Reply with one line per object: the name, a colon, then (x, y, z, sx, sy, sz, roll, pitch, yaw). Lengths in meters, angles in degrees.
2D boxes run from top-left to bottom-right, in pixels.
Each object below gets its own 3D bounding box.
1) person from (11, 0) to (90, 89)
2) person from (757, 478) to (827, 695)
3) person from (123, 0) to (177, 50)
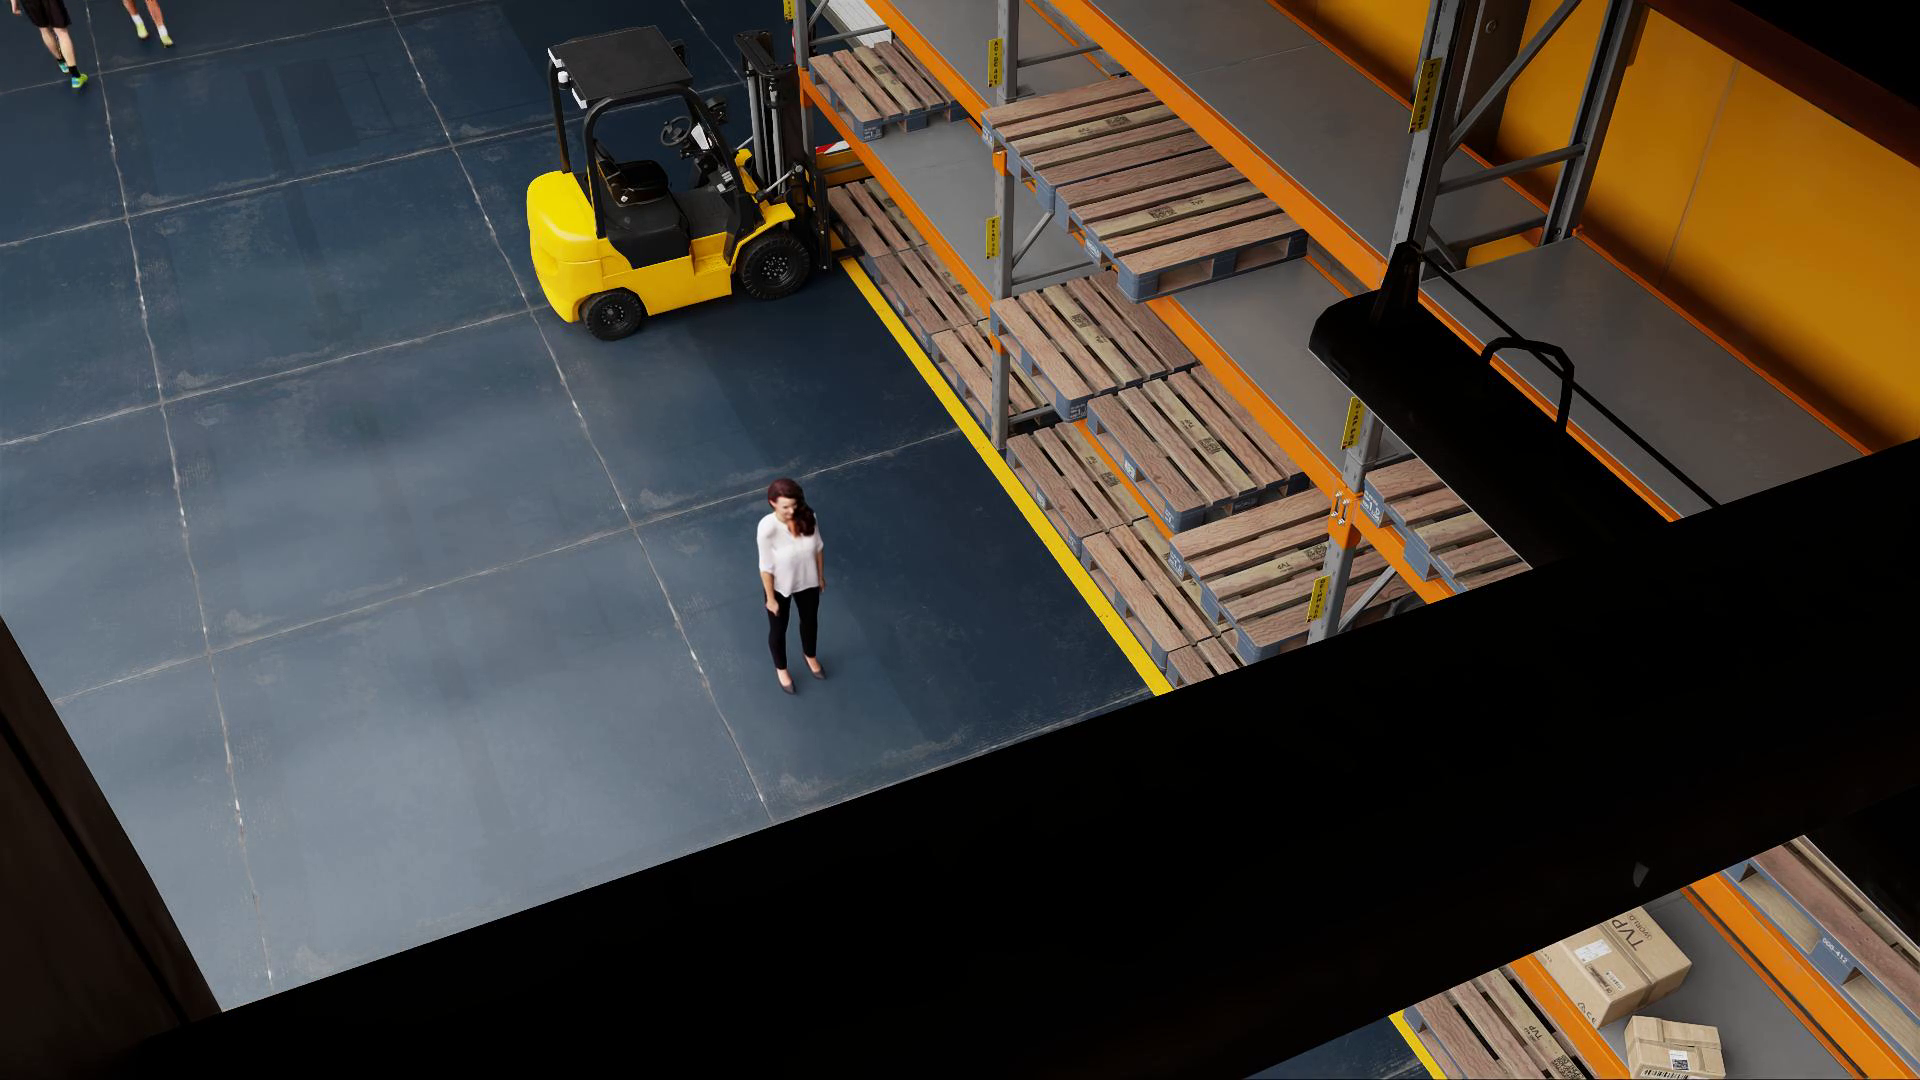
person: (-9.119, -5.384, 16.484, 0.754, 1.868, 1.011, -14, 45, -15)
person: (-1.079, 0.275, 10.599, 0.633, 1.792, 0.584, -27, 50, -25)
person: (-8.665, -6.016, 17.200, 0.759, 1.795, 1.134, -25, 49, -24)
